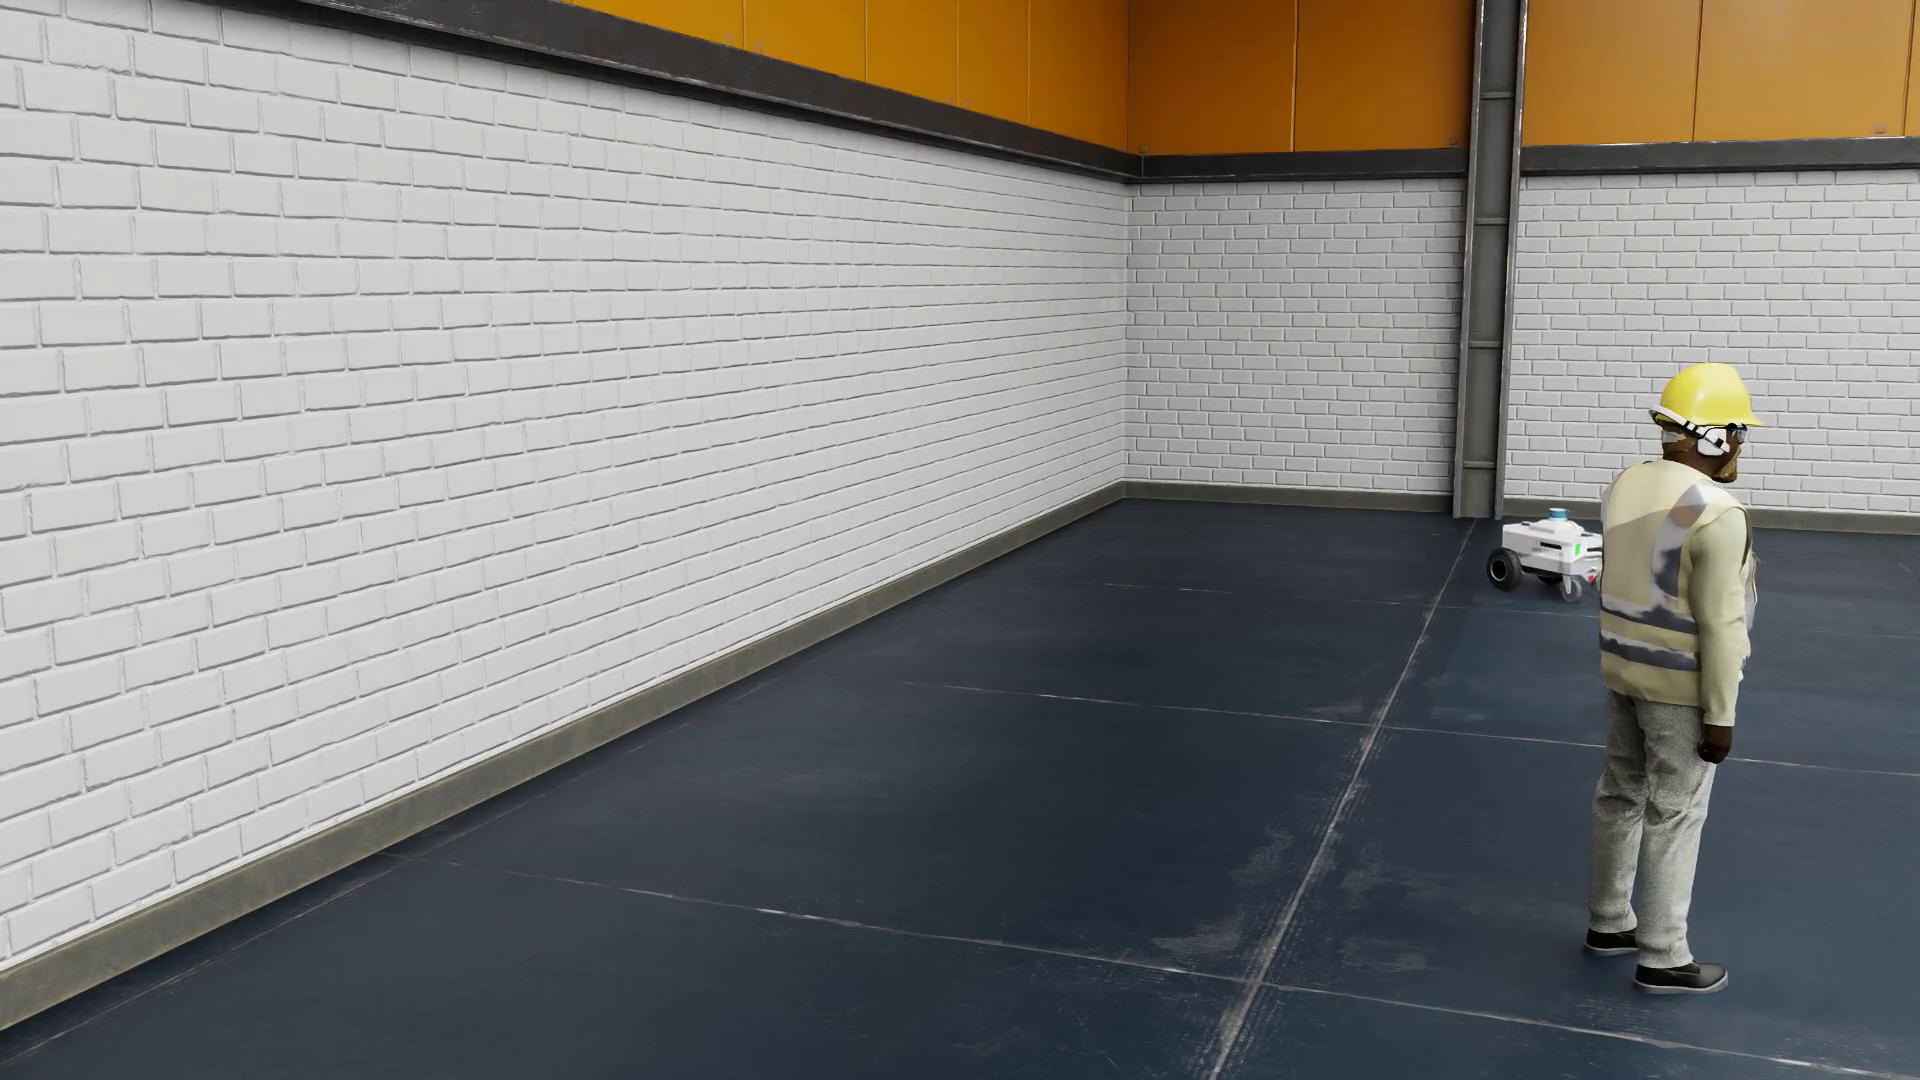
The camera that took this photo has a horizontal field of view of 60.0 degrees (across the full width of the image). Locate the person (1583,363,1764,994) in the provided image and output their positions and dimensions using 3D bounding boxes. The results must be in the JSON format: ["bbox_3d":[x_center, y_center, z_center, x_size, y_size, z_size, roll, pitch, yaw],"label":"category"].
[{"bbox_3d":[2.075,0.401,4.833,0.403,1.825,0.592,-2,9,-10],"label":"person"}]

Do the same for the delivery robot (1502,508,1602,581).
[{"bbox_3d":[3.862,0.038,10.778,0.477,0.478,0.707,-4,10,-26],"label":"delivery robot"}]
